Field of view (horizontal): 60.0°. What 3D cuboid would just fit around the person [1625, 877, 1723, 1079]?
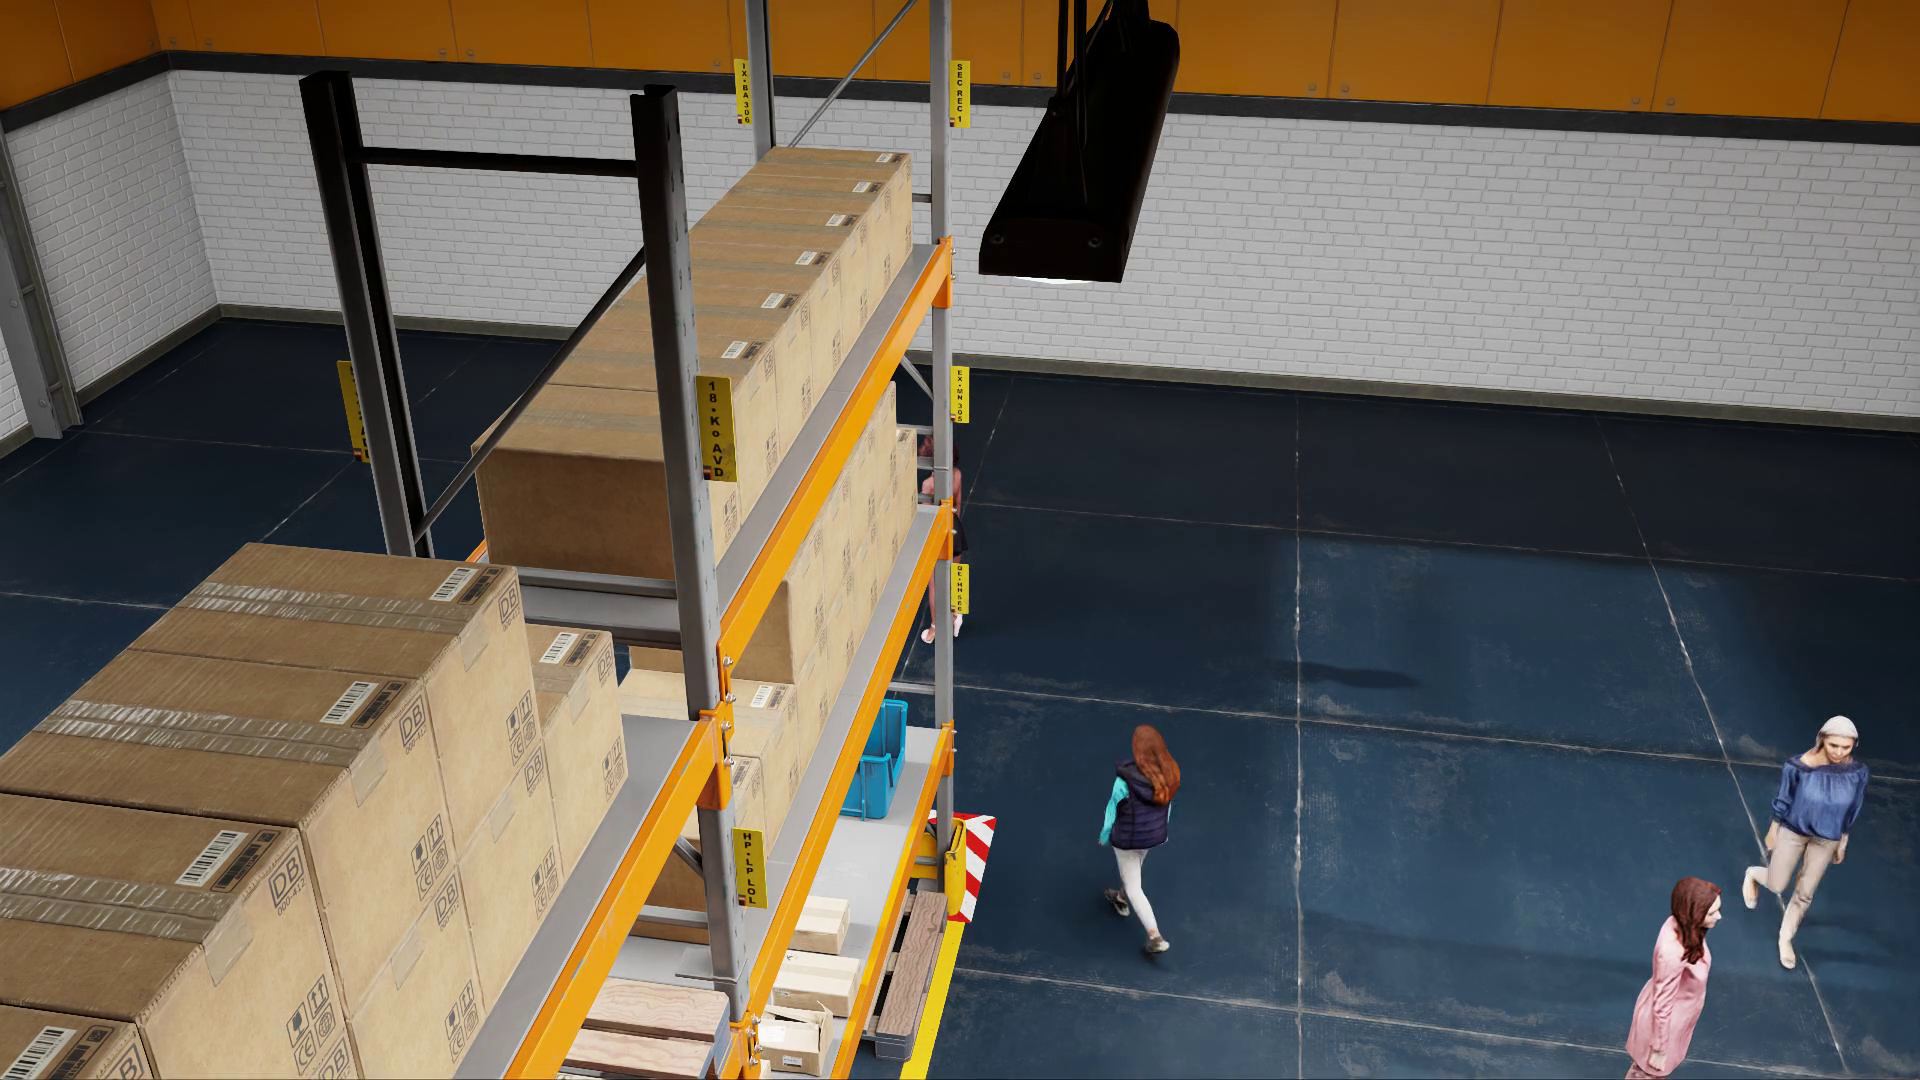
[{"bbox_3d":[3.521,2.423,8.348,0.737,1.803,0.592,18,33,29],"label":"person"}]

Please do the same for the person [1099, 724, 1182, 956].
[{"bbox_3d":[1.084,1.786,9.858,0.924,1.475,1.022,-16,32,-27],"label":"person"}]

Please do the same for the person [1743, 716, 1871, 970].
[{"bbox_3d":[4.967,1.696,9.807,0.615,1.682,0.834,4,29,8],"label":"person"}]

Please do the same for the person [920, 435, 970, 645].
[{"bbox_3d":[-0.134,-0.009,12.821,0.629,1.790,0.707,-25,37,-38],"label":"person"}]
